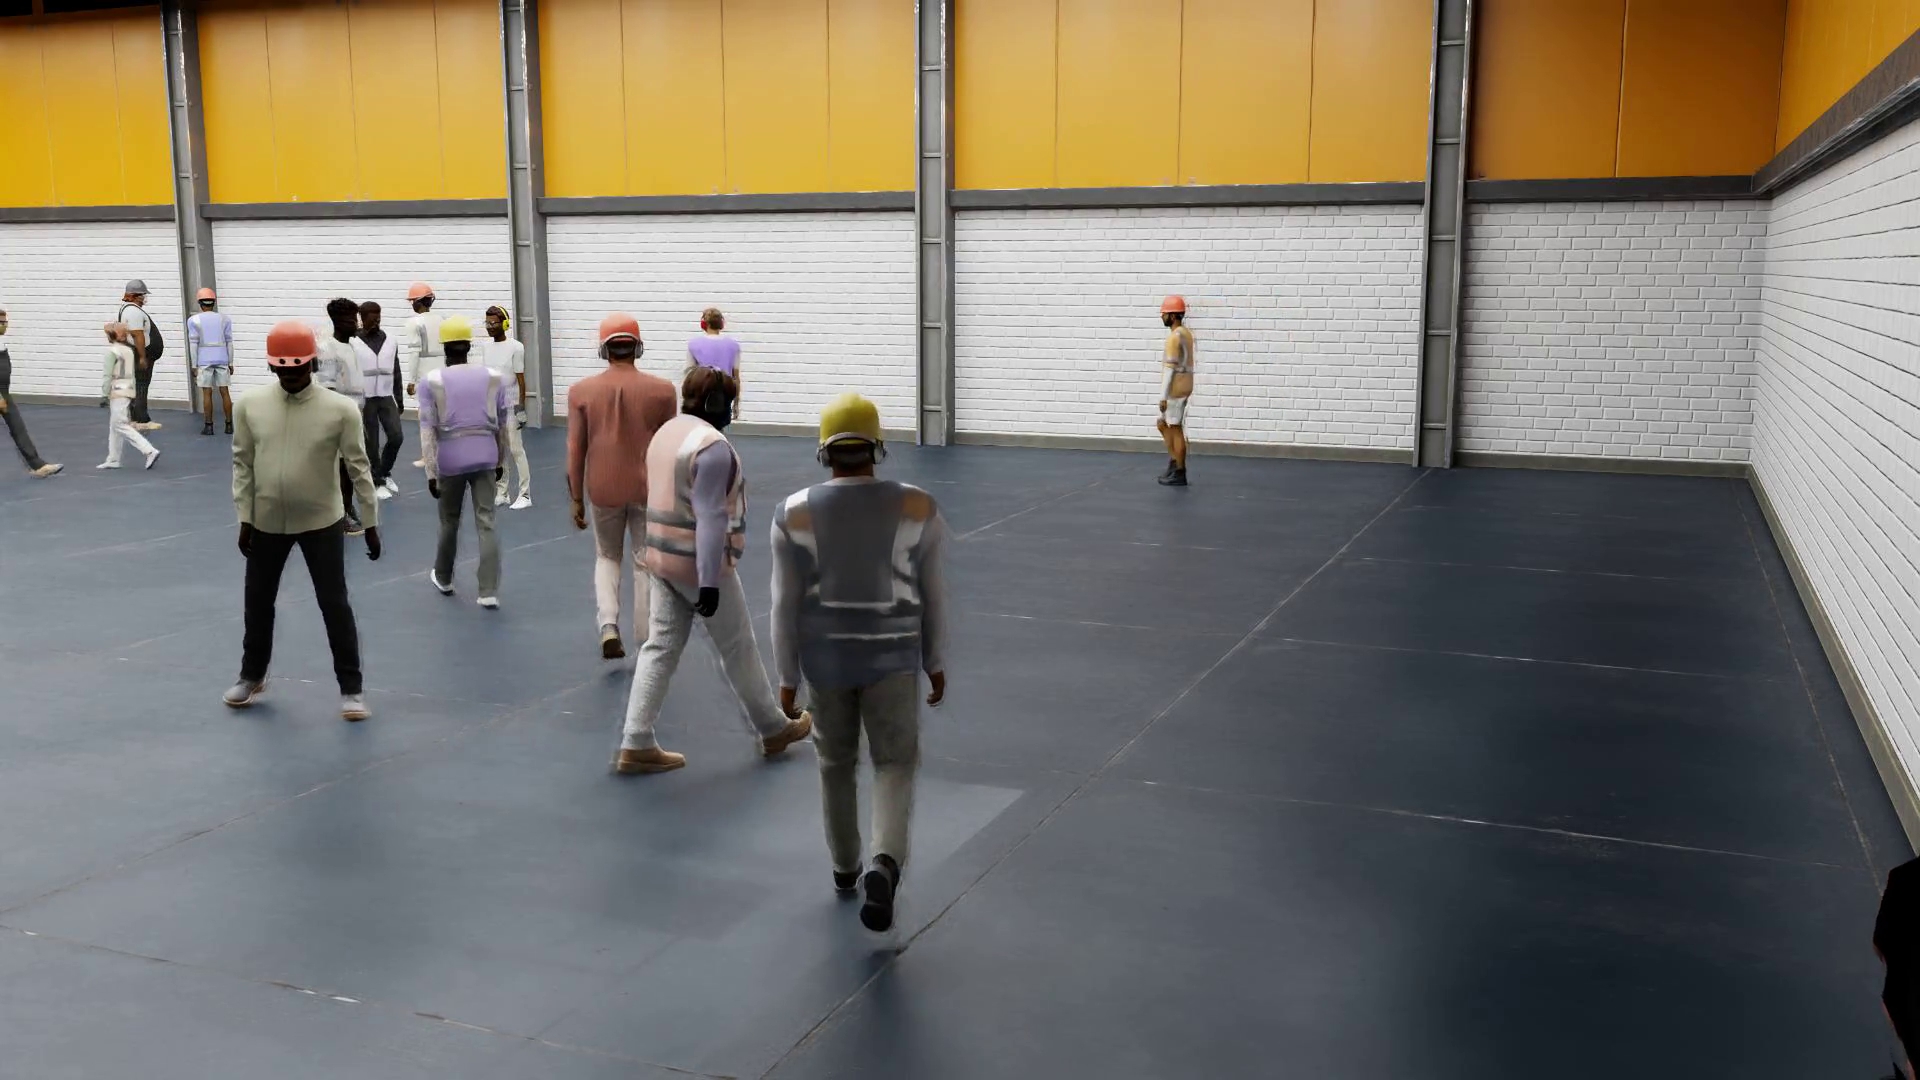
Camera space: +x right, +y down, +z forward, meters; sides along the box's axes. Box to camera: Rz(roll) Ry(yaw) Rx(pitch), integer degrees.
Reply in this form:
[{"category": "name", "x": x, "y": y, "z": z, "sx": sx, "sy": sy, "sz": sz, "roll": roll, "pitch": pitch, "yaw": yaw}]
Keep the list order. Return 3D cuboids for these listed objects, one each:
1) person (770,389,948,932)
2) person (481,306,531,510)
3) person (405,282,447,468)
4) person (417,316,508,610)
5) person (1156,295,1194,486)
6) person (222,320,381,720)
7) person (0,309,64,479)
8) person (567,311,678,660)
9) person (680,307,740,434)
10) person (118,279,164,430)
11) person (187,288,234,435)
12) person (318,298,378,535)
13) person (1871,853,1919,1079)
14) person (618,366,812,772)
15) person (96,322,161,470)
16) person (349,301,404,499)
[{"category": "person", "x": -0.339, "y": 0.401, "z": 5.607, "sx": 0.599, "sy": 1.811, "sz": 0.751, "roll": 0, "pitch": 9, "yaw": 0}, {"category": "person", "x": -4.167, "y": -1.204, "z": 15.202, "sx": 0.506, "sy": 1.861, "sz": 0.330, "roll": 5, "pitch": 11, "yaw": 28}, {"category": "person", "x": -5.870, "y": -1.808, "z": 18.296, "sx": 0.396, "sy": 2.038, "sz": 0.614, "roll": 4, "pitch": 10, "yaw": 25}, {"category": "person", "x": -3.279, "y": -0.519, "z": 10.968, "sx": 0.598, "sy": 1.882, "sz": 0.965, "roll": -5, "pitch": 11, "yaw": -28}, {"category": "person", "x": 2.110, "y": -1.501, "z": 16.783, "sx": 0.495, "sy": 1.923, "sz": 0.569, "roll": 4, "pitch": 10, "yaw": 21}, {"category": "person", "x": -3.292, "y": -0.096, "z": 8.188, "sx": 0.848, "sy": 1.961, "sz": 0.600, "roll": -1, "pitch": 9, "yaw": -6}, {"category": "person", "x": -9.877, "y": -1.490, "z": 17.129, "sx": 0.980, "sy": 1.789, "sz": 0.531, "roll": -2, "pitch": 10, "yaw": -10}, {"category": "person", "x": -1.835, "y": -0.267, "z": 9.167, "sx": 0.607, "sy": 1.977, "sz": 0.482, "roll": -1, "pitch": 9, "yaw": -3}, {"category": "person", "x": -2.427, "y": -1.391, "z": 16.455, "sx": 0.567, "sy": 1.816, "sz": 0.895, "roll": -7, "pitch": 11, "yaw": -35}, {"category": "person", "x": -11.140, "y": -2.529, "z": 22.665, "sx": 0.536, "sy": 2.000, "sz": 0.688, "roll": -7, "pitch": 12, "yaw": -36}, {"category": "person", "x": -9.829, "y": -2.340, "z": 21.849, "sx": 0.543, "sy": 1.933, "sz": 0.364, "roll": -7, "pitch": 12, "yaw": -36}, {"category": "person", "x": -5.064, "y": -1.017, "z": 13.785, "sx": 0.444, "sy": 1.957, "sz": 0.638, "roll": 0, "pitch": 9, "yaw": 0}, {"category": "person", "x": 0.626, "y": 1.103, "z": 1.062, "sx": 0.641, "sy": 1.908, "sz": 0.407, "roll": 1, "pitch": 9, "yaw": 4}, {"category": "person", "x": -1.126, "y": 0.124, "z": 7.375, "sx": 0.919, "sy": 1.781, "sz": 0.663, "roll": -7, "pitch": 12, "yaw": -36}, {"category": "person", "x": -9.084, "y": -1.558, "z": 18.059, "sx": 0.725, "sy": 1.616, "sz": 0.526, "roll": -1, "pitch": 9, "yaw": -6}, {"category": "person", "x": -5.567, "y": -1.326, "z": 15.821, "sx": 0.455, "sy": 1.889, "sz": 0.628, "roll": 9, "pitch": 13, "yaw": 43}]
